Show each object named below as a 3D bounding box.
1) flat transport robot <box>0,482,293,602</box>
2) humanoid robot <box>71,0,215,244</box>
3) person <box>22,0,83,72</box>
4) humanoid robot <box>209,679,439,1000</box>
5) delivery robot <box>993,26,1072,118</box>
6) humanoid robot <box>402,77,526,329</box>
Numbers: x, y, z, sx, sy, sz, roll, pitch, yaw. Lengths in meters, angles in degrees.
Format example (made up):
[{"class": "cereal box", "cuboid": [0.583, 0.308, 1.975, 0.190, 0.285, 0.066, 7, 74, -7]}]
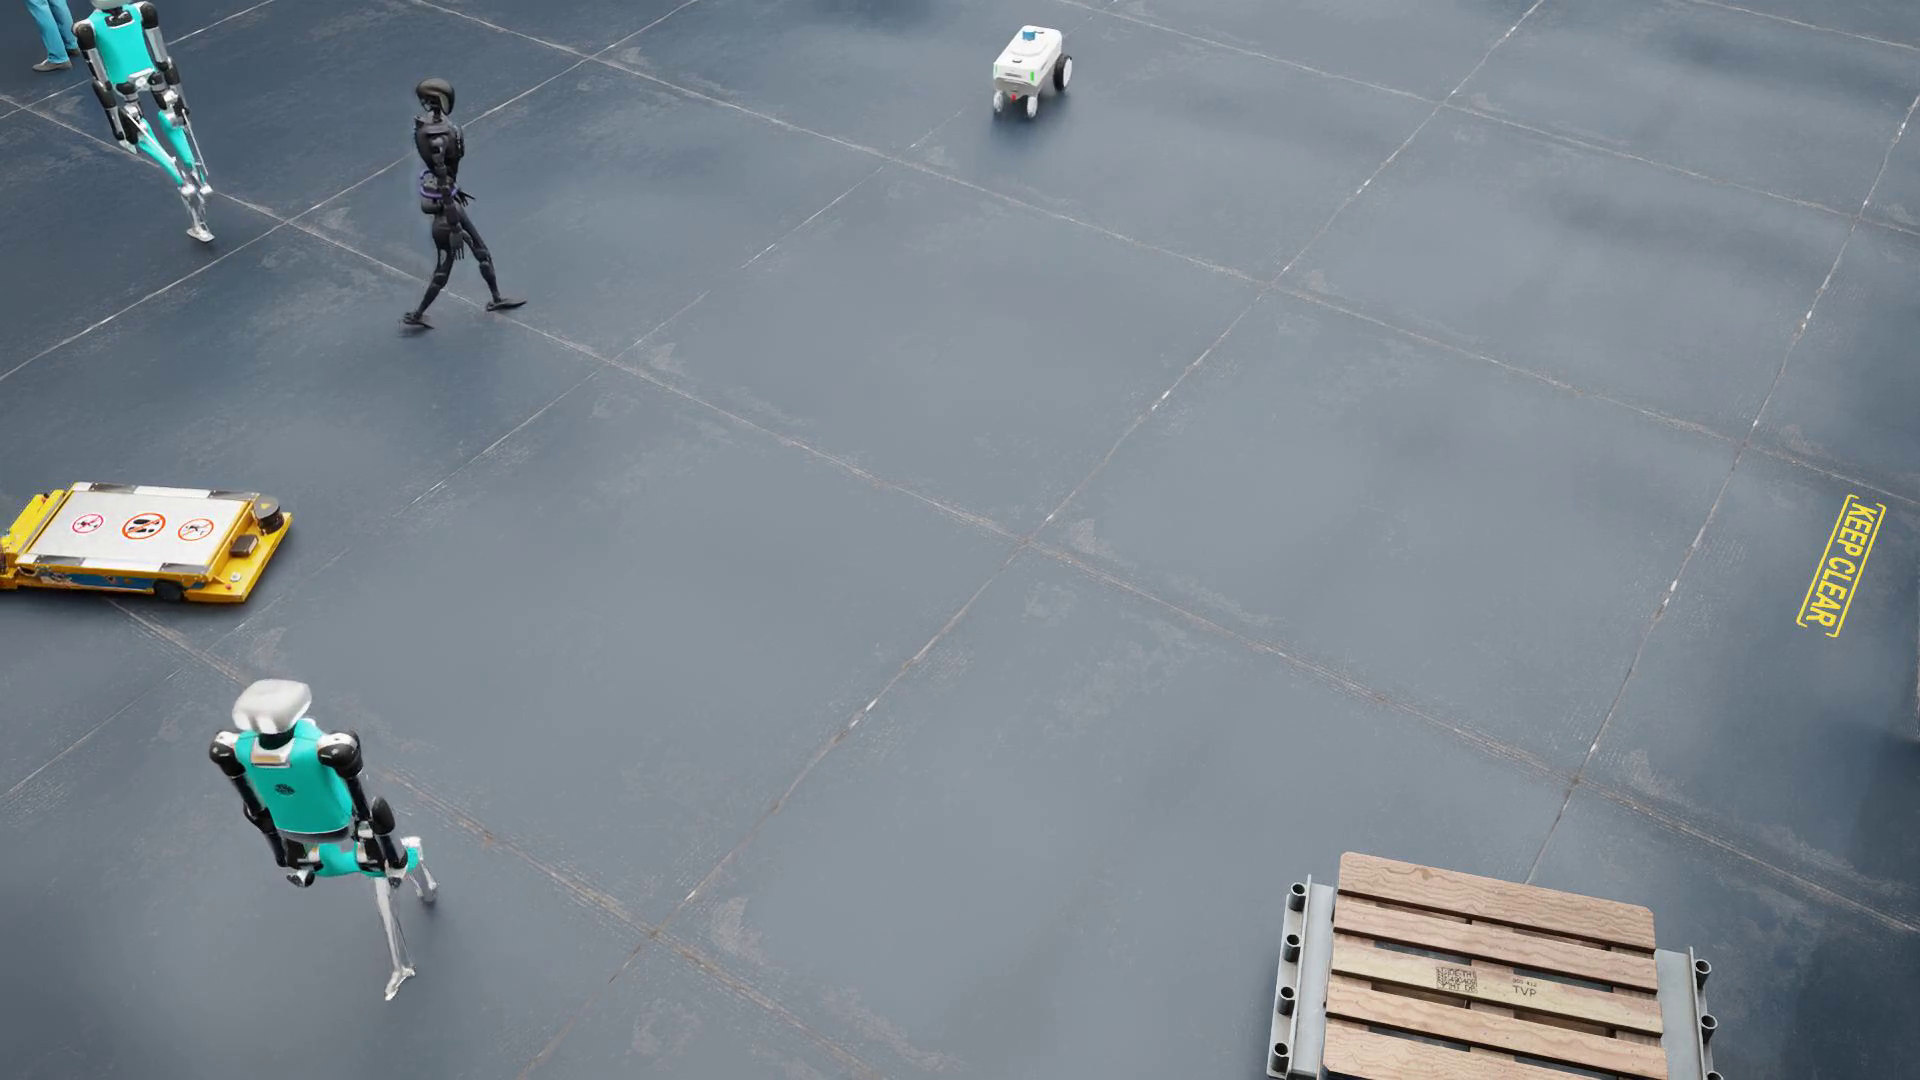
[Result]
[{"class": "flat transport robot", "cuboid": [-4.352, 0.010, 8.769, 1.431, 0.231, 0.659, 4, 42, 4]}, {"class": "humanoid robot", "cuboid": [-5.073, -2.625, 10.639, 0.827, 1.801, 0.542, 29, 49, 28]}, {"class": "person", "cuboid": [-7.110, -4.474, 12.602, 0.380, 1.844, 0.568, 1, 42, 1]}, {"class": "humanoid robot", "cuboid": [-2.357, 1.050, 6.565, 0.563, 1.843, 0.811, 3, 42, 4]}, {"class": "delivery robot", "cuboid": [0.514, -3.588, 12.571, 0.499, 0.583, 0.767, 14, 44, 15]}, {"class": "humanoid robot", "cuboid": [-3.142, -2.018, 10.015, 0.734, 1.633, 0.612, -9, 43, -10]}]
